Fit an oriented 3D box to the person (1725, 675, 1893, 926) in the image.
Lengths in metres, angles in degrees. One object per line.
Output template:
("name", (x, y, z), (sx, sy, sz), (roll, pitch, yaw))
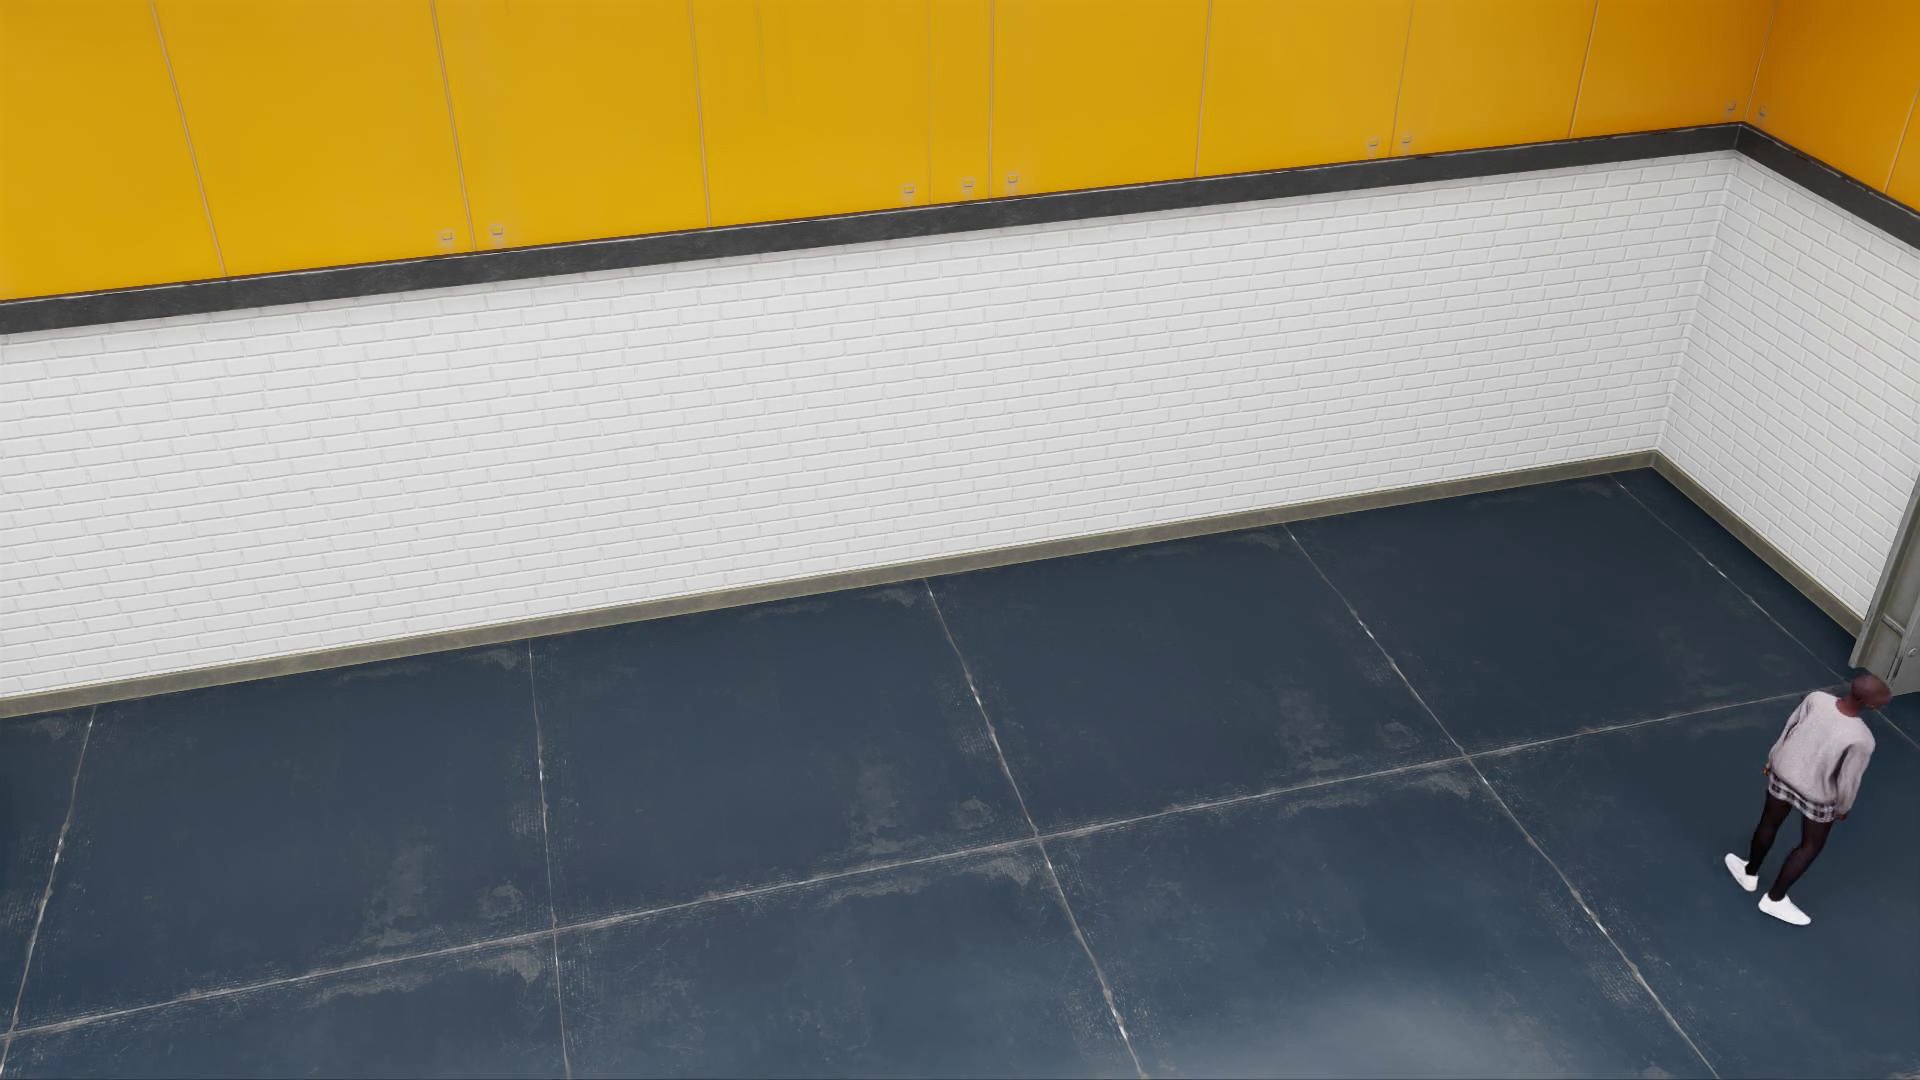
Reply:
("person", (4.839, 1.396, 9.634), (0.629, 1.747, 0.897), (29, 43, 36))
